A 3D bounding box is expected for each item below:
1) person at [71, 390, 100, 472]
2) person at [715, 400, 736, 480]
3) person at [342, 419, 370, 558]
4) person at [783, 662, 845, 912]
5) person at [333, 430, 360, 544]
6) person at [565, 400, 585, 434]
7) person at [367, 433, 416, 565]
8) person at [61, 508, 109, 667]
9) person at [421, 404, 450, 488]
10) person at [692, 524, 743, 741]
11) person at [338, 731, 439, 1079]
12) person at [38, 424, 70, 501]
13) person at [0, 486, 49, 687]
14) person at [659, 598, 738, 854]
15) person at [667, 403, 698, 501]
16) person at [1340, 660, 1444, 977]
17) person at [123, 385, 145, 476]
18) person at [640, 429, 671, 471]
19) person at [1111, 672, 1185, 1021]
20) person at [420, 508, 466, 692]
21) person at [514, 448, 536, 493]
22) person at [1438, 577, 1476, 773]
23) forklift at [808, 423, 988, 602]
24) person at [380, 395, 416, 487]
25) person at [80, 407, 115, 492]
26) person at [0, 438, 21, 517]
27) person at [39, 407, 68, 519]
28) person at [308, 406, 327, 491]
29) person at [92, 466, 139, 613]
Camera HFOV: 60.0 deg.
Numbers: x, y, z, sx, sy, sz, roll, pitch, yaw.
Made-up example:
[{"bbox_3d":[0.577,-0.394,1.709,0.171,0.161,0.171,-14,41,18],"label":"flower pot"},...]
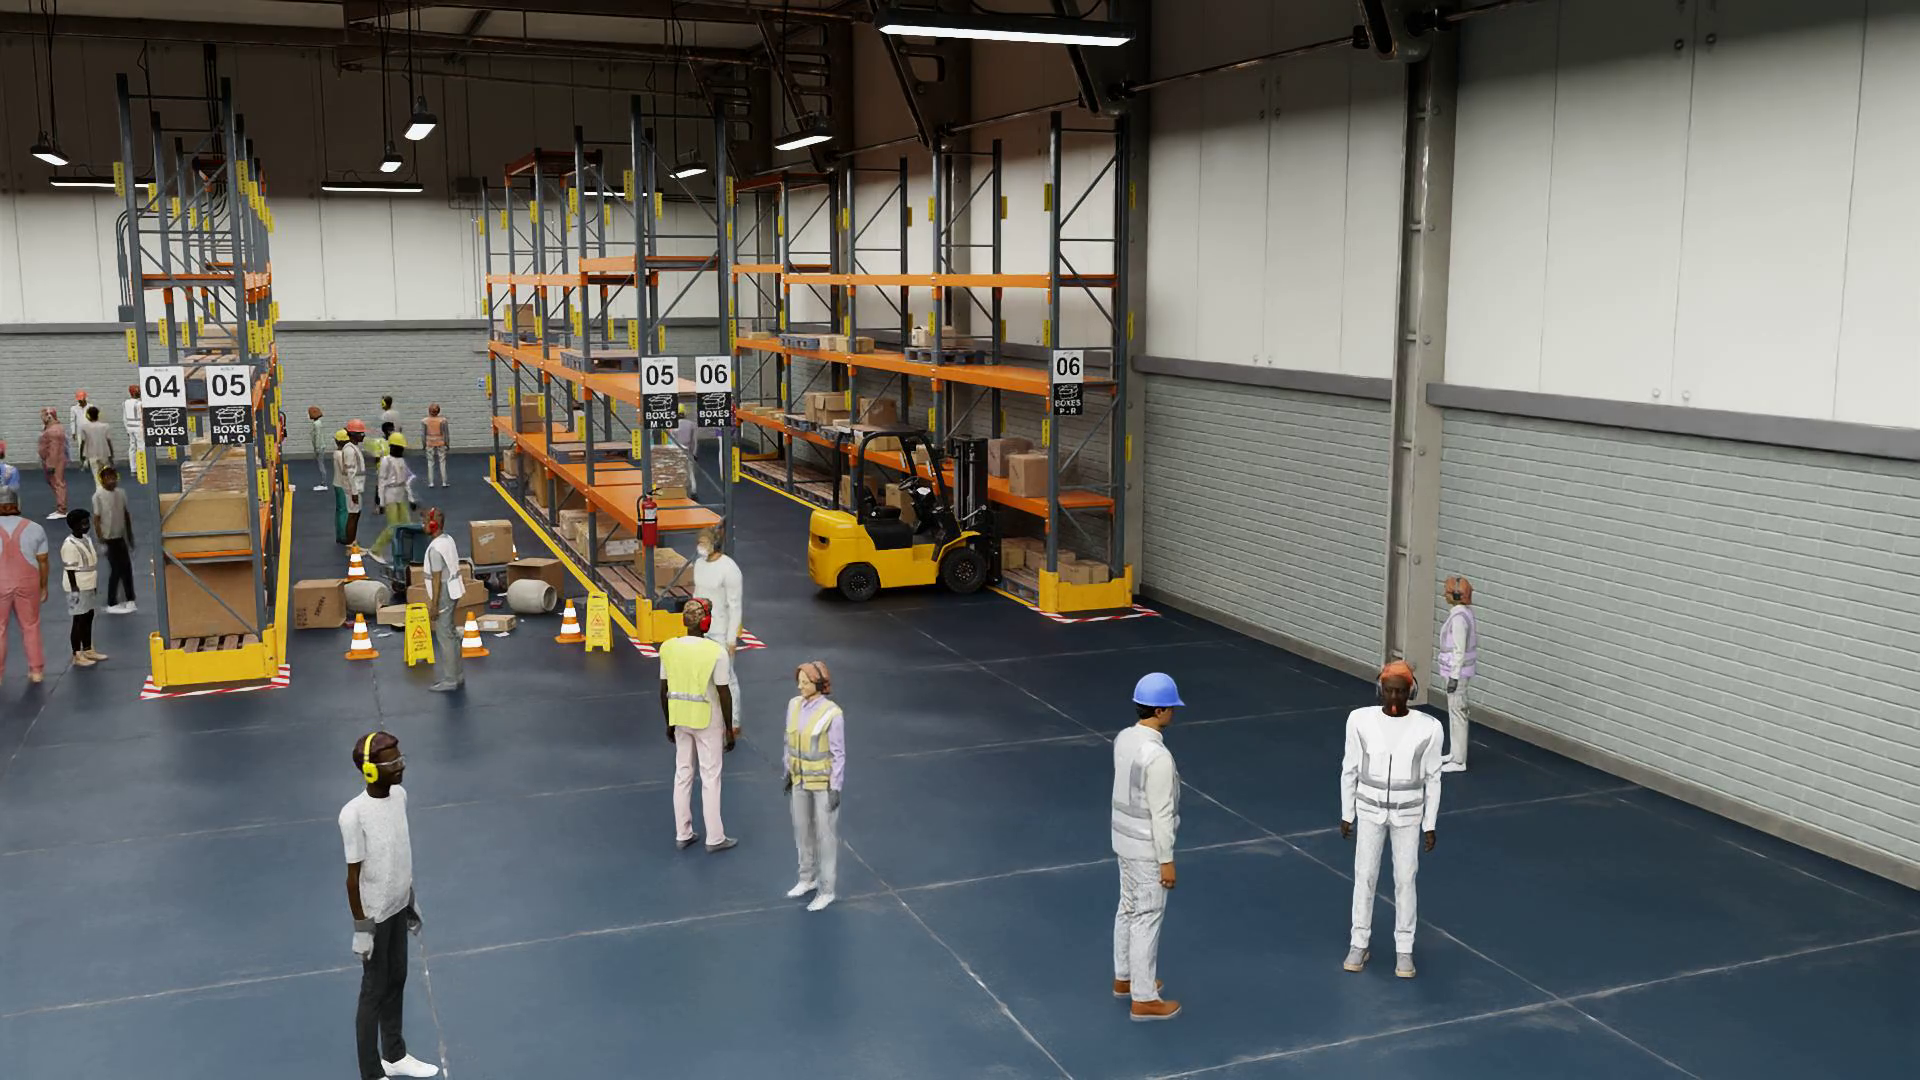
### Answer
[{"bbox_3d":[-18.387,-2.285,34.976,0.575,1.741,0.355,-2,9,-11],"label":"person"},{"bbox_3d":[-4.742,-2.128,33.666,0.429,1.844,0.626,-2,9,-10],"label":"person"},{"bbox_3d":[-8.871,-0.760,24.470,0.413,2.036,0.606,-2,9,-12],"label":"person"},{"bbox_3d":[-0.960,1.602,10.882,0.537,1.639,0.365,8,12,41],"label":"person"},{"bbox_3d":[-9.501,-0.818,25.659,0.325,1.769,0.524,-6,11,-32],"label":"person"},{"bbox_3d":[-7.893,-2.101,34.135,0.272,1.635,0.506,7,11,36],"label":"person"},{"bbox_3d":[-8.043,-0.576,23.743,0.823,1.888,0.636,1,9,6],"label":"person"},{"bbox_3d":[-9.305,0.500,17.610,0.319,1.689,0.540,-1,9,-7],"label":"person"},{"bbox_3d":[-10.235,-1.838,32.472,0.518,1.639,0.312,-2,9,-9],"label":"person"},{"bbox_3d":[-2.178,0.816,14.831,0.358,1.938,0.634,-8,12,-42],"label":"person"},{"bbox_3d":[-2.881,1.875,8.368,0.324,1.876,0.526,2,9,12],"label":"person"},{"bbox_3d":[-16.165,-1.392,29.727,0.506,1.613,0.644,-2,9,-14],"label":"person"},{"bbox_3d":[-9.601,0.447,16.832,0.686,2.000,0.537,-7,11,-36],"label":"person"},{"bbox_3d":[-1.878,1.328,11.895,0.569,1.844,0.378,4,10,23],"label":"person"},{"bbox_3d":[-5.085,-1.607,30.538,0.603,1.803,0.866,-6,11,-32],"label":"person"},{"bbox_3d":[2.537,1.638,9.833,0.576,1.884,0.355,3,10,18],"label":"person"},{"bbox_3d":[-16.952,-2.245,34.274,0.584,1.882,0.348,4,10,24],"label":"person"},{"bbox_3d":[-5.100,-1.146,27.924,0.586,1.701,0.918,-5,10,-28],"label":"person"},{"bbox_3d":[1.049,1.696,9.303,0.415,1.940,0.611,-2,9,-13],"label":"person"},{"bbox_3d":[-5.137,0.593,16.577,0.392,1.837,0.560,-1,9,-7],"label":"person"},{"bbox_3d":[-8.183,-1.728,31.466,0.391,1.735,0.570,2,9,15],"label":"person"},{"bbox_3d":[4.137,1.118,13.865,0.309,1.639,0.523,3,10,19],"label":"person"},{"bbox_3d":[-0.830,-0.399,21.676,2.313,2.155,1.214,-4,10,-21],"label":"forklift"},{"bbox_3d":[-10.912,-1.881,32.138,0.705,1.843,0.558,4,10,24],"label":"person"},{"bbox_3d":[-15.350,-1.455,29.538,0.532,1.806,0.998,-8,12,-43],"label":"person"},{"bbox_3d":[-12.715,-0.335,21.904,0.633,2.009,0.772,-4,10,-25],"label":"person"},{"bbox_3d":[-15.431,-1.309,28.308,0.411,1.909,0.643,-4,10,-22],"label":"person"},{"bbox_3d":[-12.388,-1.768,32.081,0.277,1.627,0.502,-4,10,-21],"label":"person"},{"bbox_3d":[-10.335,0.000,20.346,0.375,1.836,0.534,3,10,19],"label":"person"}]
